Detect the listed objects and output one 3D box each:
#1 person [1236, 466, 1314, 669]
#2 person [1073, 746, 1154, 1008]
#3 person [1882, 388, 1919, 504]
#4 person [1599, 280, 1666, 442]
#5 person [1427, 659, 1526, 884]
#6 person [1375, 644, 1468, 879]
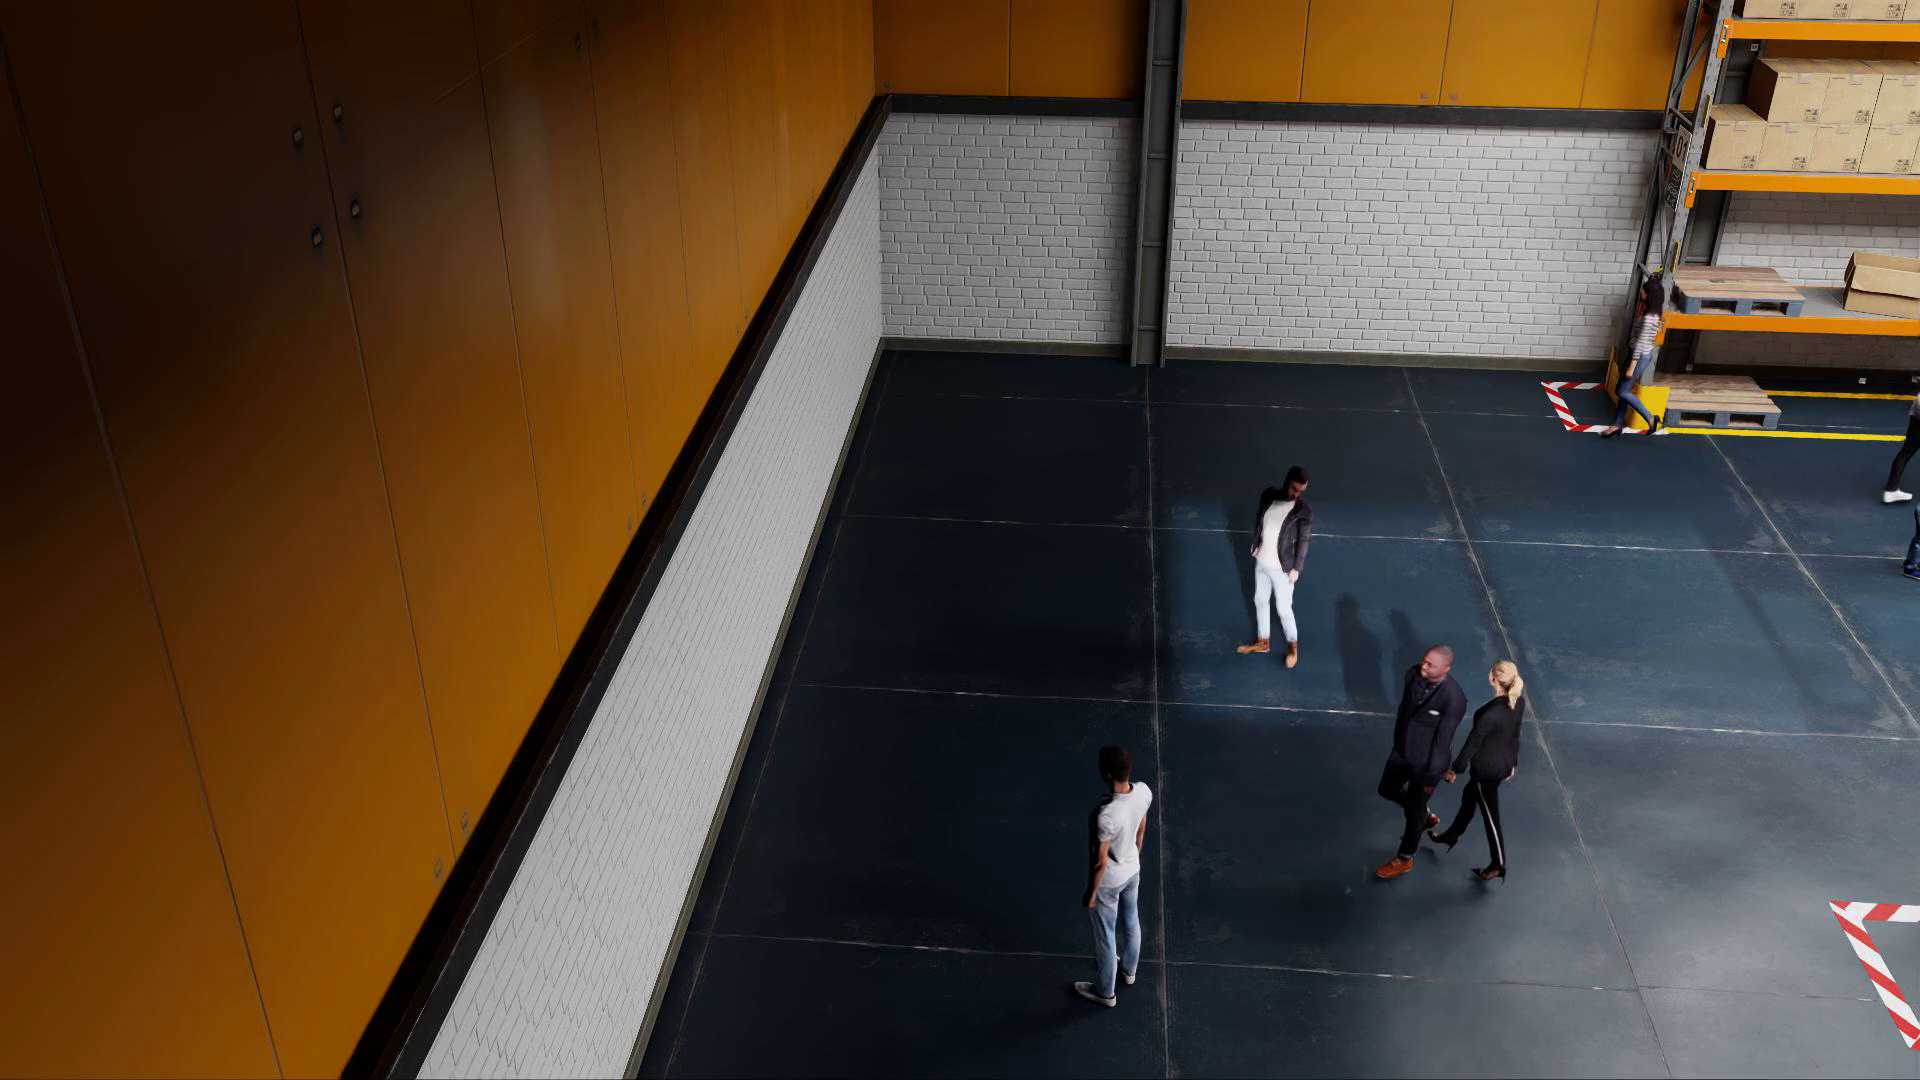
[{"bbox_3d":[2.574,0.168,13.646,0.838,1.808,0.784,-12,31,-21],"label":"person"},{"bbox_3d":[0.951,2.040,10.162,0.750,1.857,0.726,23,36,36],"label":"person"},{"bbox_3d":[9.336,-1.214,16.105,1.246,1.878,1.013,-6,29,-11],"label":"person"},{"bbox_3d":[7.127,-1.812,17.311,0.933,1.774,0.804,13,31,22],"label":"person"},{"bbox_3d":[3.626,1.610,11.138,1.006,1.677,0.925,25,37,38],"label":"person"},{"bbox_3d":[3.170,1.474,11.252,1.002,1.807,0.916,-9,30,-16],"label":"person"}]
